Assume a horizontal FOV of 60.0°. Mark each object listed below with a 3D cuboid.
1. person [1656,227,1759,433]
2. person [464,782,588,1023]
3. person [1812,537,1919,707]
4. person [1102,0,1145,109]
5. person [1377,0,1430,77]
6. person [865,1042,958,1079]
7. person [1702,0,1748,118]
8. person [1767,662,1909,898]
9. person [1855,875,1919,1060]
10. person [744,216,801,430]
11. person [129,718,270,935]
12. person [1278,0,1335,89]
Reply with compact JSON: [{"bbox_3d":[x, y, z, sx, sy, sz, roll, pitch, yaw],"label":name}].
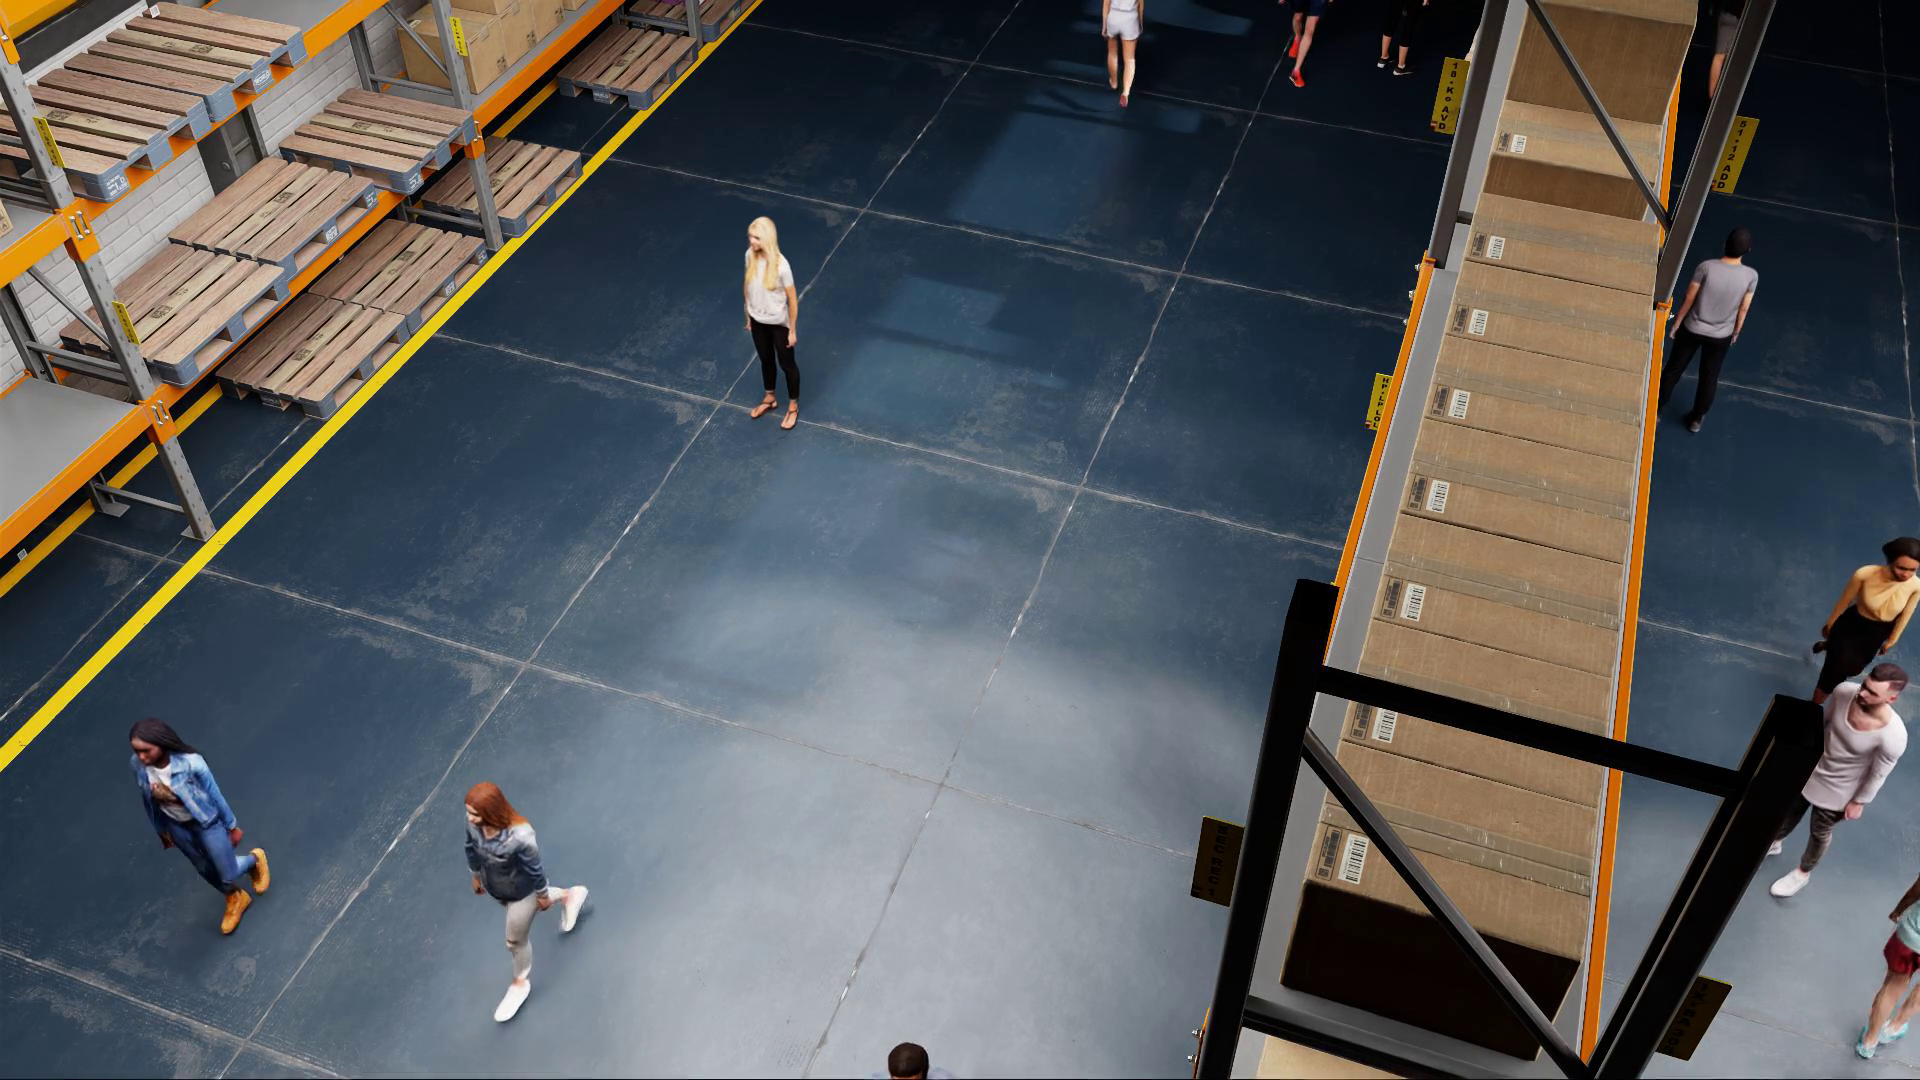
[{"bbox_3d":[5.634,-1.589,12.548,0.625,1.754,0.536,16,46,16],"label":"person"},{"bbox_3d":[-2.366,1.813,9.038,0.747,1.669,1.147,22,48,21],"label":"person"},{"bbox_3d":[5.623,0.531,10.414,0.593,1.627,0.982,12,45,12],"label":"person"},{"bbox_3d":[1.591,-5.017,16.267,0.759,1.586,1.043,2,44,2],"label":"person"},{"bbox_3d":[4.518,-5.550,16.726,0.676,1.726,0.657,-27,50,-26],"label":"person"},{"bbox_3d":[-0.245,2.787,7.924,0.786,1.795,0.849,-1,44,-1],"label":"person"},{"bbox_3d":[7.455,-4.959,16.038,0.604,1.818,0.784,12,45,13],"label":"person"},{"bbox_3d":[4.947,1.329,9.423,0.803,1.838,0.712,-13,45,-13],"label":"person"},{"bbox_3d":[4.984,2.154,8.613,0.760,1.761,0.725,-34,53,-31],"label":"person"},{"bbox_3d":[-1.413,-1.654,12.564,0.641,1.826,0.585,22,48,22],"label":"person"},{"bbox_3d":[-4.221,1.527,9.316,0.704,1.699,0.761,4,44,5],"label":"person"},{"bbox_3d":[3.522,-5.561,16.679,0.958,1.805,1.275,6,44,7],"label":"person"}]
